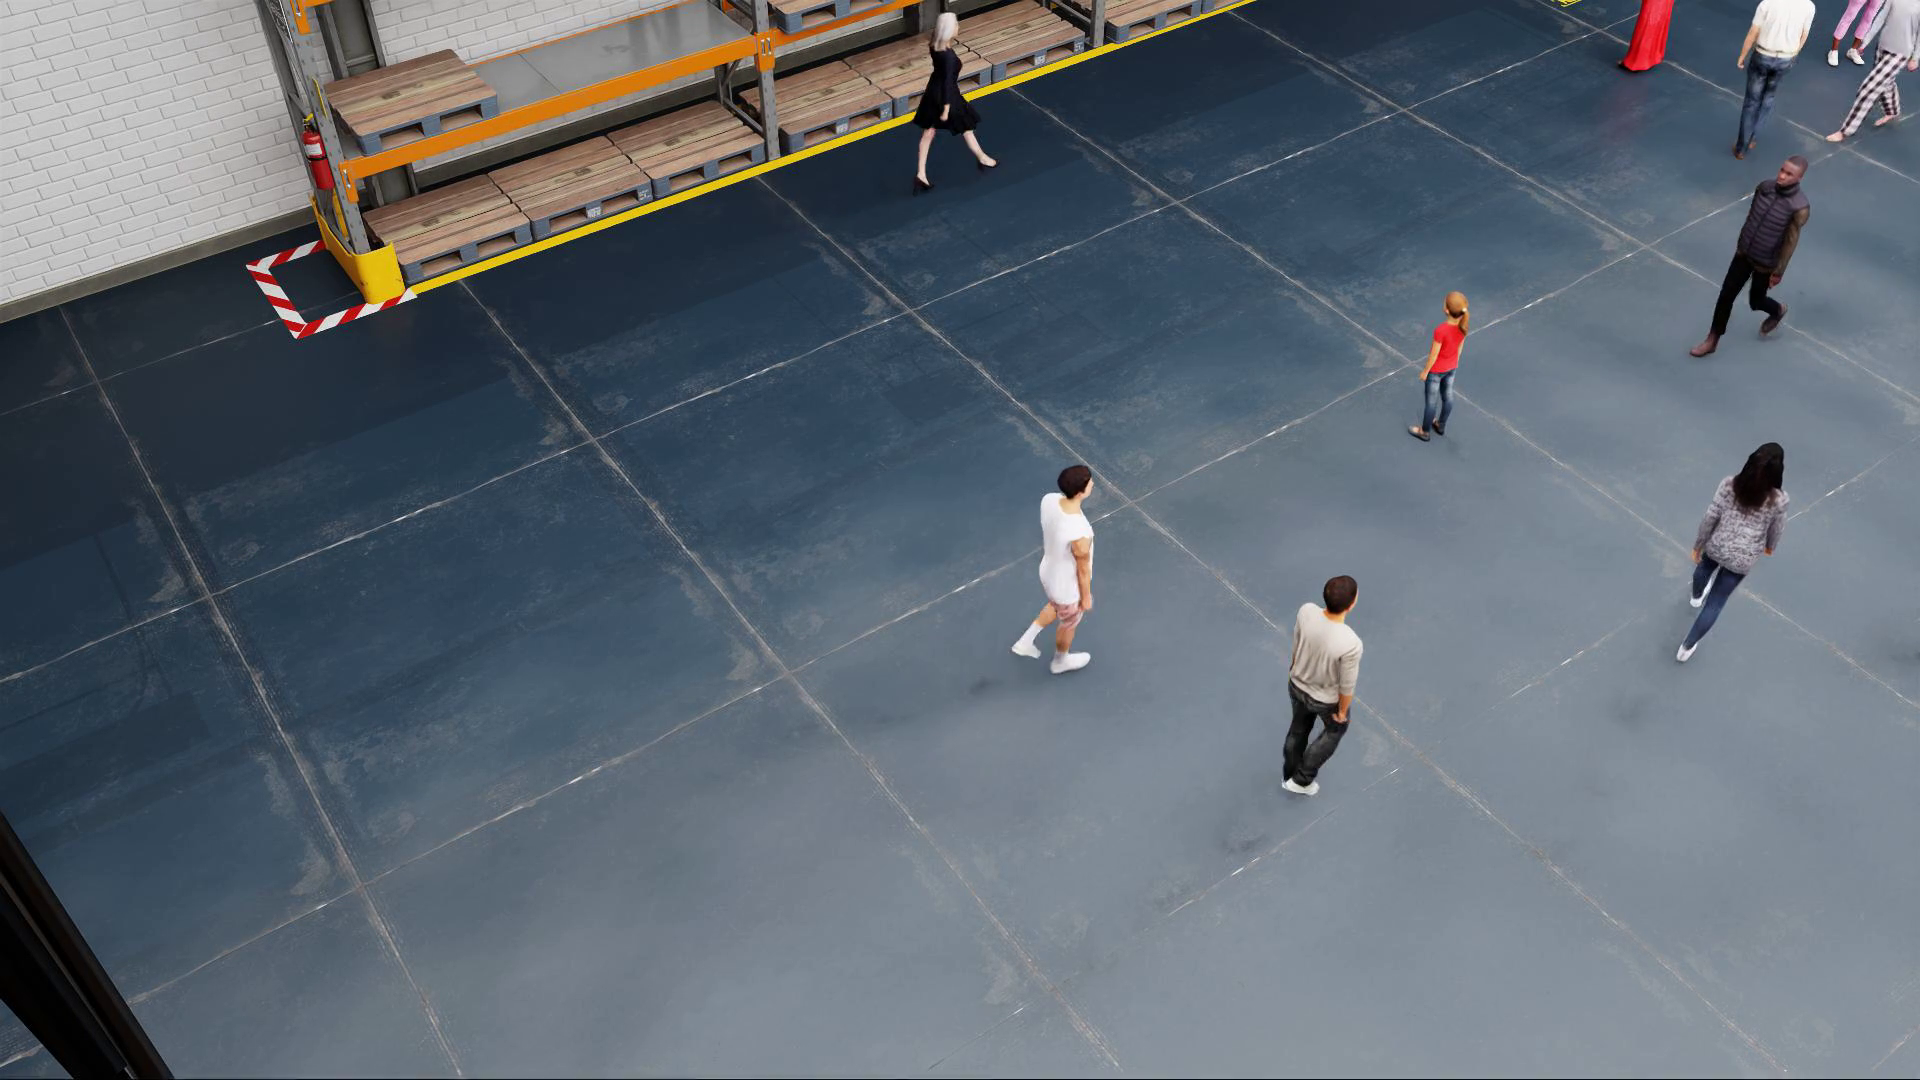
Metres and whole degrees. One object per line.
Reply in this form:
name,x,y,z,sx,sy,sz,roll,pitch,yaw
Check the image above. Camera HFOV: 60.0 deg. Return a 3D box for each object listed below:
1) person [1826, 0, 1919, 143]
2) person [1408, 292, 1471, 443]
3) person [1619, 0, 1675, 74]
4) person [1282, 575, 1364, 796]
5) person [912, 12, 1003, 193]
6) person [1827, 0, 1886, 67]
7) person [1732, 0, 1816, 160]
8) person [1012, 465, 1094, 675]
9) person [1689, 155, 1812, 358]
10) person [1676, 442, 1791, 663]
person,8.969,-4.688,15.857,1.215,1.801,0.843,-15,46,-16
person,3.686,-1.321,12.679,0.438,1.310,0.569,-20,47,-20
person,7.094,-5.612,16.839,0.567,1.784,0.690,-28,50,-27
person,2.094,0.927,9.963,0.702,1.801,0.707,35,53,31
person,-0.226,-3.954,15.157,1.160,1.704,0.682,-20,47,-19
person,9.330,-5.701,16.963,0.615,1.742,0.717,-2,44,-2
person,7.589,-4.414,15.553,0.818,1.823,0.869,11,45,11
person,0.600,0.249,10.692,0.830,1.777,0.717,-16,46,-16
person,6.466,-2.271,13.314,1.177,1.809,0.834,-18,46,-18
person,5.011,0.125,10.880,0.818,1.696,1.102,28,50,27
